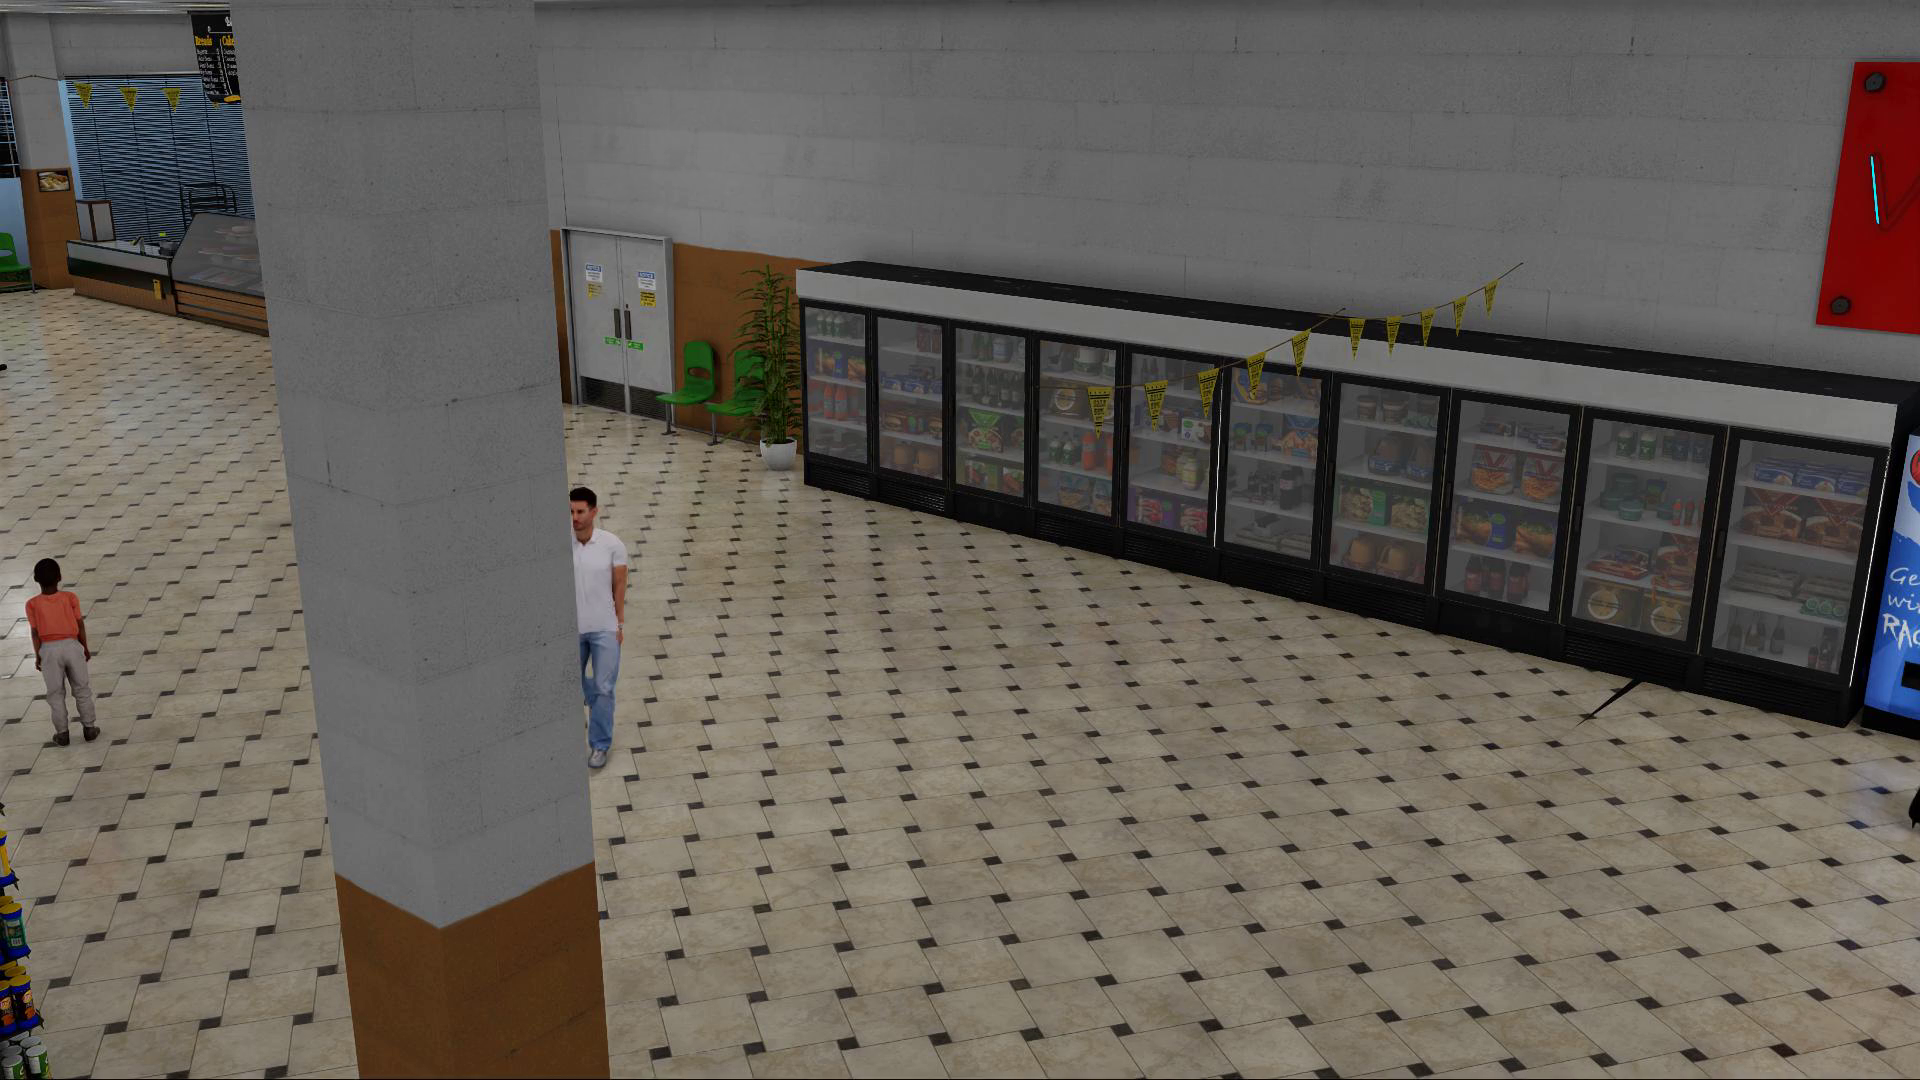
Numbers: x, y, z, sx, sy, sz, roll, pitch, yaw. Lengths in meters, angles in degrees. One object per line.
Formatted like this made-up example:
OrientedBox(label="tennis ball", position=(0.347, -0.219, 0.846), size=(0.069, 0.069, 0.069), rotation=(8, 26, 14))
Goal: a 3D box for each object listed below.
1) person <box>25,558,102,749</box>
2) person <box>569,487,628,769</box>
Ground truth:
OrientedBox(label="person", position=(-6.024, 0.746, 11.148), size=(0.497, 1.311, 0.599), rotation=(-10, 19, -29))
OrientedBox(label="person", position=(-2.398, 0.539, 10.910), size=(0.988, 1.845, 1.096), rotation=(2, 17, 5))
